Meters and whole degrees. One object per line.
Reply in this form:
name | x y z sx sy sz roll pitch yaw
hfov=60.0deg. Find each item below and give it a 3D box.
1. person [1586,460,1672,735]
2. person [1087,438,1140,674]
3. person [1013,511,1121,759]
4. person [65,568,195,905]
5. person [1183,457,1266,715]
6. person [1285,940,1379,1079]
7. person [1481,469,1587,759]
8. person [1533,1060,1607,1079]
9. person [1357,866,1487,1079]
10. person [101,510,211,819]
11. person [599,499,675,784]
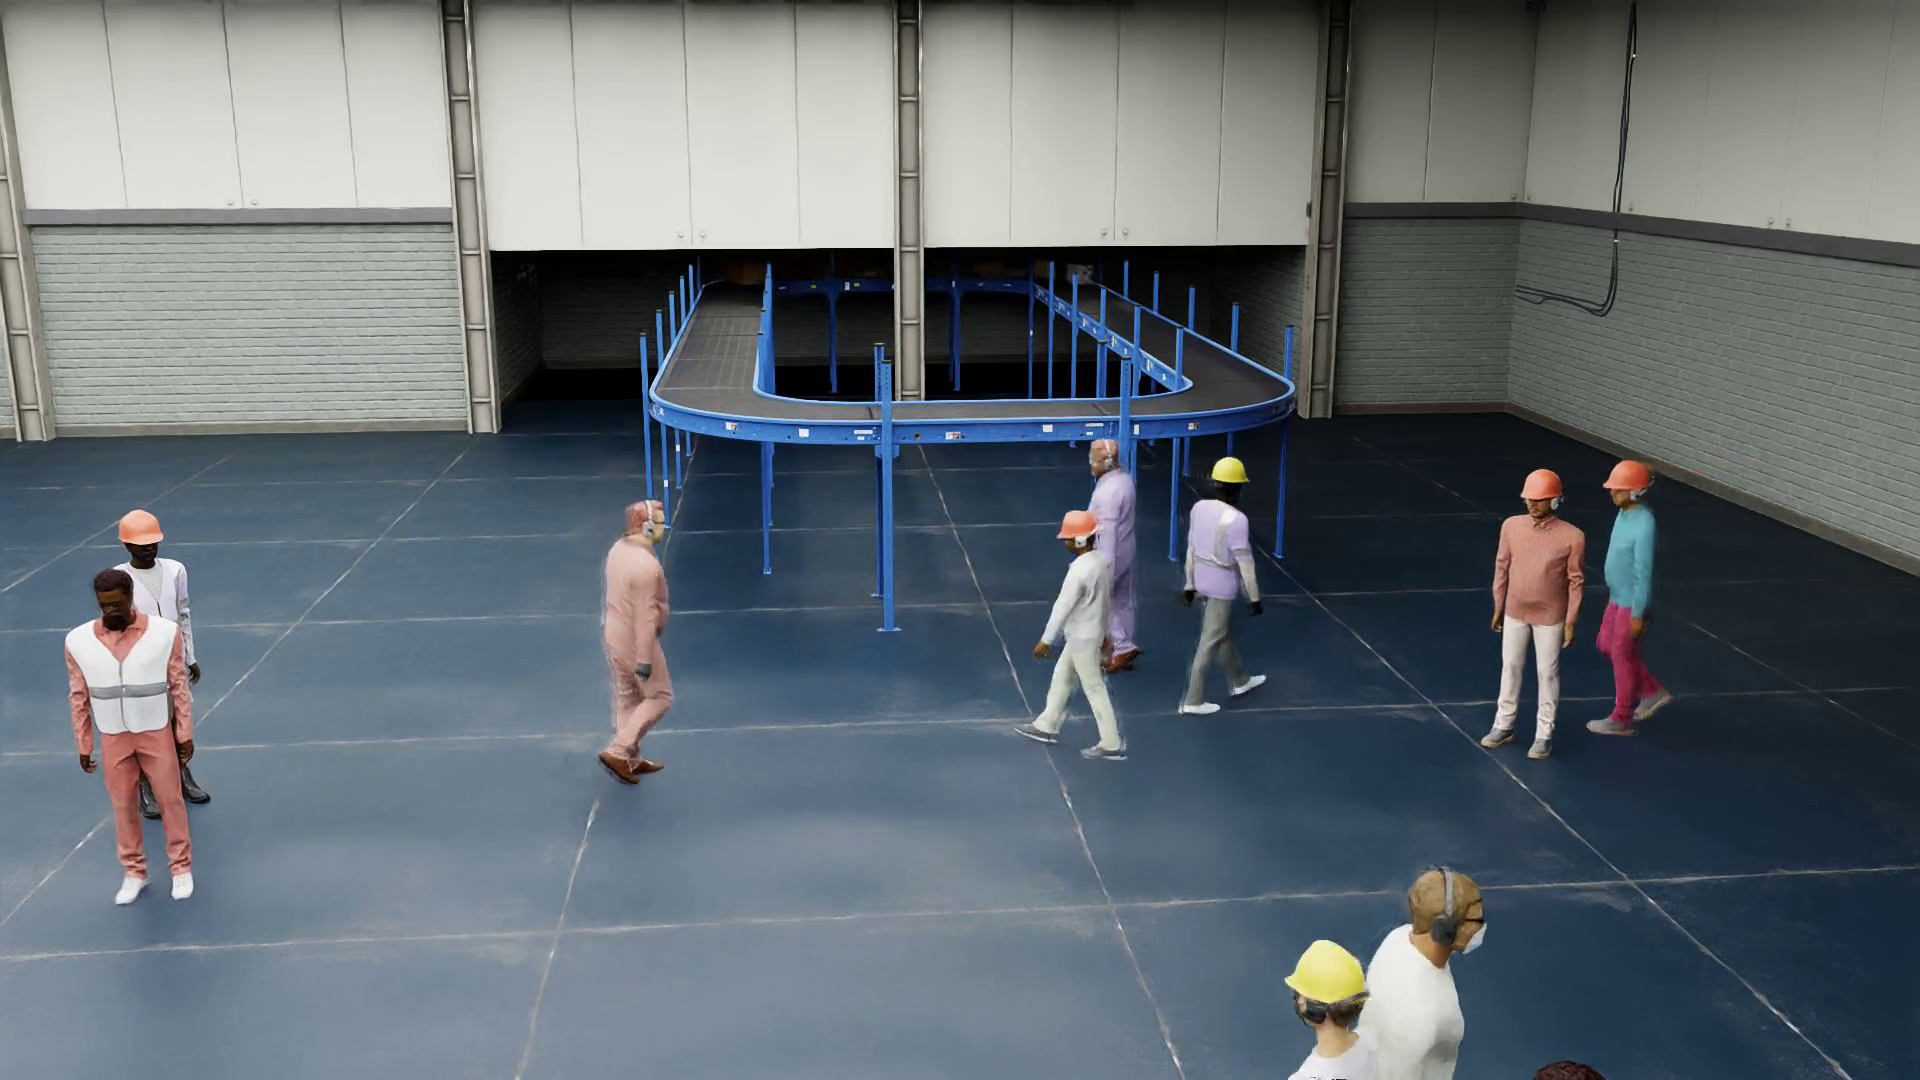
person | 4.701 0.410 11.621 0.557 1.983 0.656 2 14 9
person | 1.158 0.140 12.900 0.430 1.887 0.758 4 15 16
person | 0.722 0.640 11.264 0.880 1.700 0.558 4 15 15
person | -4.546 1.064 9.173 0.598 1.910 0.402 -4 15 -16
person | 1.993 0.327 12.163 0.928 1.889 0.605 -7 16 -25
person | 1.135 2.119 5.325 0.739 1.736 0.563 10 17 34
person | 3.891 0.494 11.271 0.612 1.994 0.395 13 19 42
person | 1.516 2.241 4.462 0.587 1.911 0.397 -7 15 -25
person | 1.382 1.970 5.584 0.905 1.905 0.628 2 14 7
person | -4.996 0.756 10.338 0.362 1.938 0.545 10 17 34
person | -2.107 0.671 10.803 0.478 1.885 0.654 -8 16 -30
